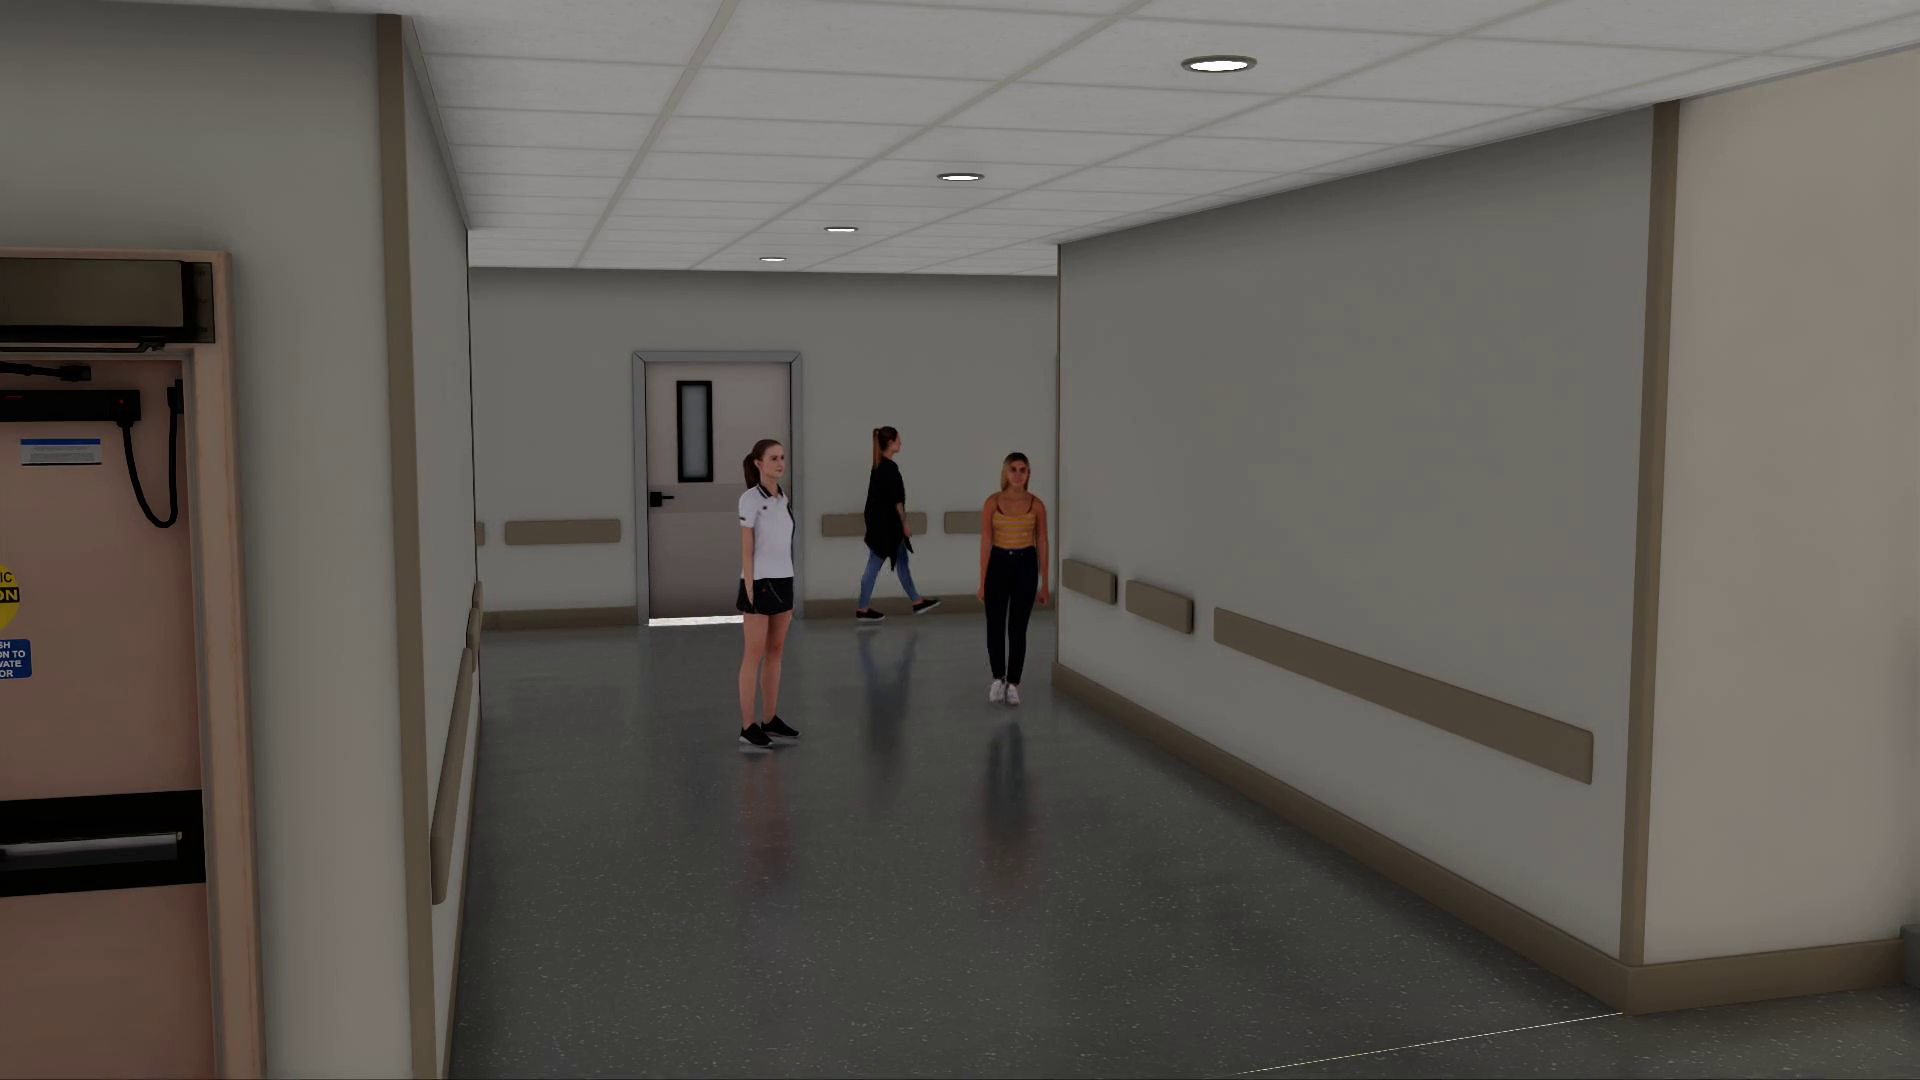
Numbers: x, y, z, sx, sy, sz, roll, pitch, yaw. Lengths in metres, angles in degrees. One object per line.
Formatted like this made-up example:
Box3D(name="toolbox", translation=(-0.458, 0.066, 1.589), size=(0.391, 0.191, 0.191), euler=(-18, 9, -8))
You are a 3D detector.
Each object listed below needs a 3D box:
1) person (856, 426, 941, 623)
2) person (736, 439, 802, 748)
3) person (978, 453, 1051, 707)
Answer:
Box3D(name="person", translation=(-0.722, -0.108, 14.072), size=(0.971, 1.653, 0.641), euler=(-2, 6, -17))
Box3D(name="person", translation=(-1.121, 0.293, 9.599), size=(0.730, 1.752, 0.667), euler=(4, 7, 32))
Box3D(name="person", translation=(0.335, 0.246, 10.724), size=(0.586, 1.620, 0.729), euler=(0, 6, 1))
